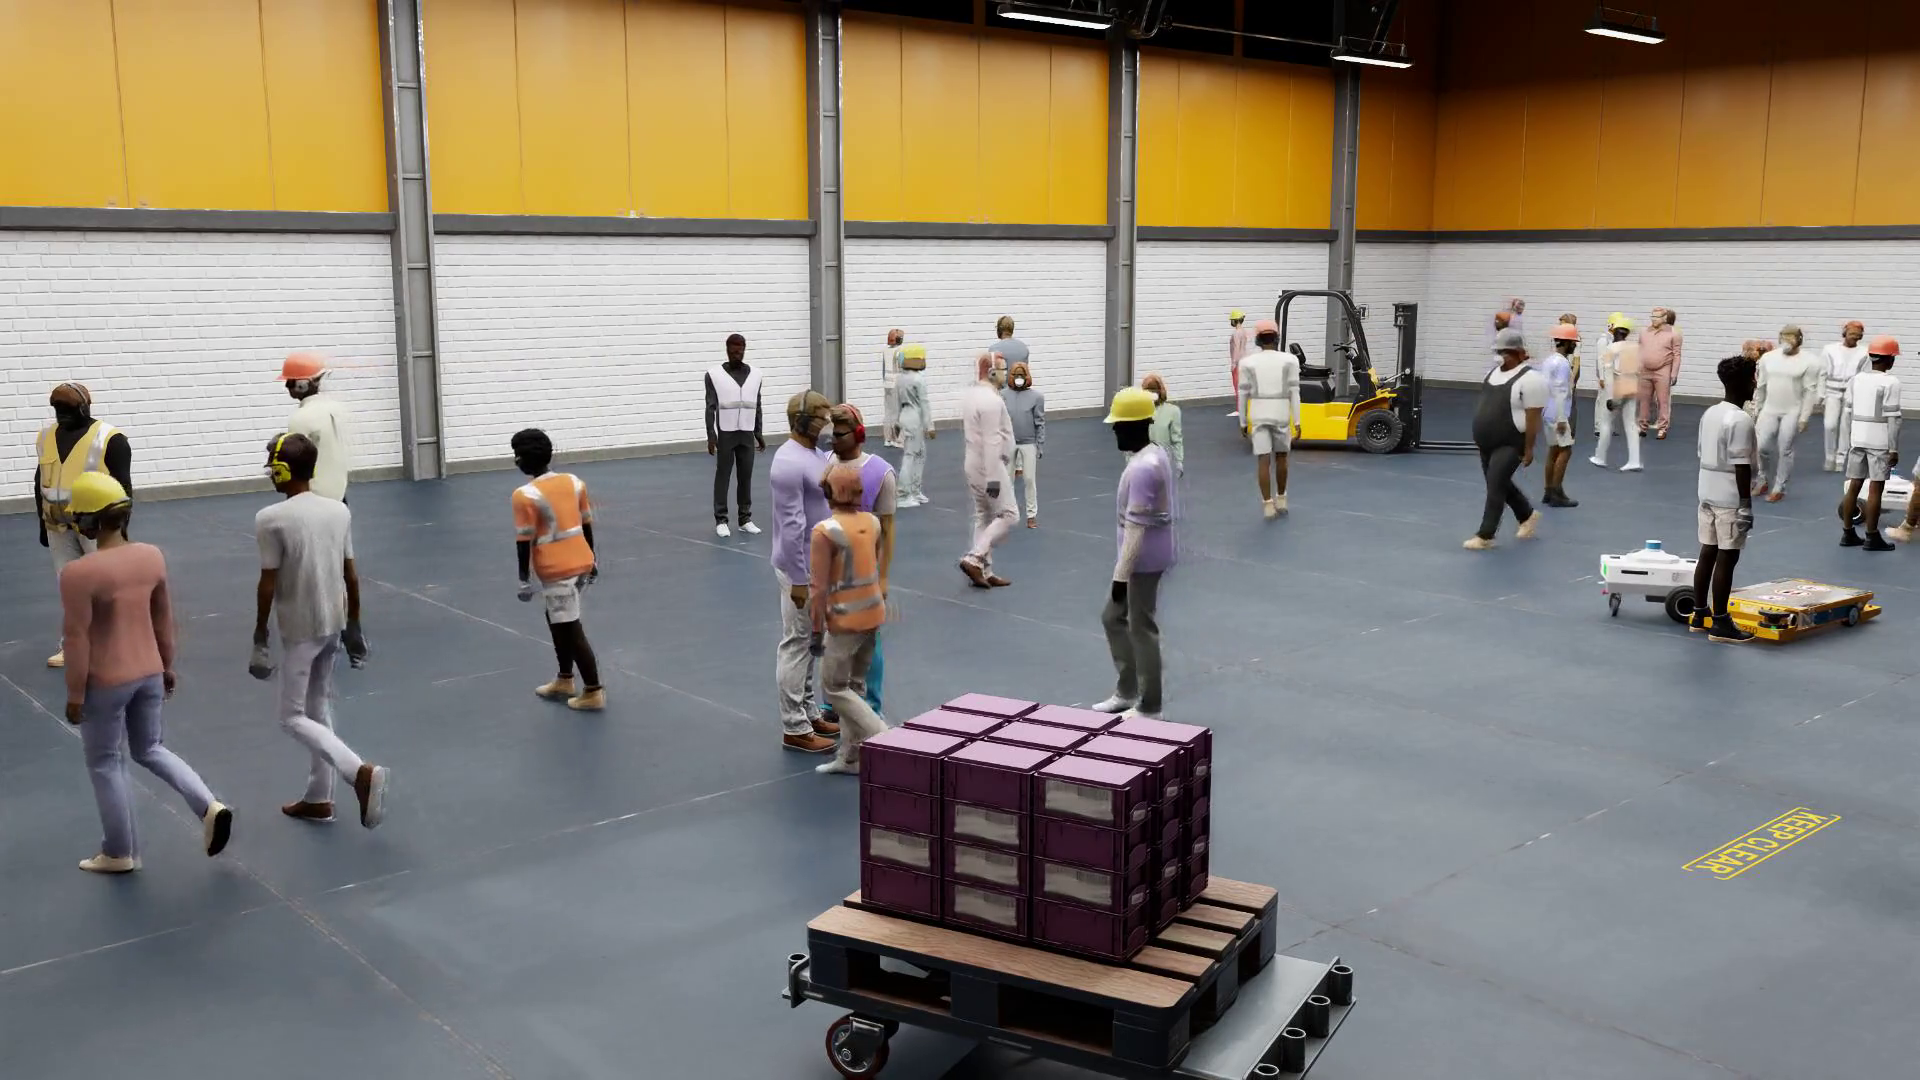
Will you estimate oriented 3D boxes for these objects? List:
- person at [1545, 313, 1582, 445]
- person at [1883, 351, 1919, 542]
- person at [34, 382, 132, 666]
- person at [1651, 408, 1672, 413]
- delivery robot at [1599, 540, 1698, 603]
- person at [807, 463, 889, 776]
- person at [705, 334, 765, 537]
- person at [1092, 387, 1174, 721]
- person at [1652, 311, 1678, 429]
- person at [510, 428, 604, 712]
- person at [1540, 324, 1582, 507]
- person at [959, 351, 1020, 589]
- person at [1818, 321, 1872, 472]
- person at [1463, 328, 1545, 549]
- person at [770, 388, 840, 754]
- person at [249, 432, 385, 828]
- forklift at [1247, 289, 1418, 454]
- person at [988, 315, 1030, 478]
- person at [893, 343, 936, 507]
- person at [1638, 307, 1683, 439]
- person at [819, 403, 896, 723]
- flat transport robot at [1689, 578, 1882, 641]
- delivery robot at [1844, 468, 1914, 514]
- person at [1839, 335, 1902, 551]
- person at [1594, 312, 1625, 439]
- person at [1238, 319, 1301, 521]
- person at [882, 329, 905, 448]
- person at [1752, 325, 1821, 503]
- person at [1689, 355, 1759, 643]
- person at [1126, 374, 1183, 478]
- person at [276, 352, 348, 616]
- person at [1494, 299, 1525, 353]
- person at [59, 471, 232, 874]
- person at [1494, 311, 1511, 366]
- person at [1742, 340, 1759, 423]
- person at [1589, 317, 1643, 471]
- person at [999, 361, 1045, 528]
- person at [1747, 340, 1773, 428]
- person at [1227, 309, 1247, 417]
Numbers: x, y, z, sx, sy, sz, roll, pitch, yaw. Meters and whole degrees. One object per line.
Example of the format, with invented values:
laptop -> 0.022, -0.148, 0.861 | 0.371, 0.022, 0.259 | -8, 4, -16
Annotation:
person -> 8.492, -2.249, 23.298 | 0.346, 1.840, 0.505 | 0, 10, -3
person -> 8.918, -0.876, 14.953 | 0.609, 1.972, 1.078 | -4, 11, -24
person -> -5.636, -0.092, 10.680 | 0.622, 1.838, 0.429 | 1, 10, 5
person -> 11.751, -2.968, 27.924 | 0.318, 1.697, 0.534 | -8, 13, -41
delivery robot -> 5.064, 0.245, 12.175 | 0.707, 0.478, 0.477 | 4, 10, 20
person -> -0.520, 0.427, 8.276 | 0.464, 1.620, 0.543 | 5, 11, 28
person -> -2.134, -0.997, 15.754 | 0.596, 1.910, 0.378 | -7, 12, -34
person -> 0.915, 0.103, 9.286 | 0.549, 1.911, 0.623 | 1, 10, 8
person -> 10.746, -2.594, 25.429 | 0.431, 1.815, 0.767 | 3, 10, 15
person -> -2.352, 0.180, 9.588 | 0.625, 1.654, 0.525 | 4, 10, 20
person -> 6.346, -1.318, 17.585 | 0.401, 1.927, 0.588 | 1, 10, 6
person -> 0.251, -0.539, 13.129 | 0.419, 1.892, 0.667 | -2, 10, -12
person -> 10.746, -1.729, 20.198 | 0.605, 1.856, 0.589 | 5, 11, 27
person -> 4.998, -0.957, 15.145 | 0.959, 2.000, 0.686 | -3, 10, -19
person -> -0.815, 0.160, 8.904 | 0.372, 1.940, 0.632 | 1, 10, 7
person -> -2.911, 0.437, 7.572 | 0.691, 1.839, 0.534 | 4, 11, 24
forklift -> 5.034, -2.339, 22.783 | 2.313, 2.155, 1.214 | 3, 10, 16
person -> 0.546, -1.678, 19.658 | 0.371, 1.941, 0.627 | 9, 13, 44
person -> -0.436, -1.206, 17.509 | 0.600, 1.718, 0.498 | -6, 11, -31
person -> 10.052, -2.410, 24.045 | 0.407, 1.904, 0.655 | -9, 13, -42
person -> -0.604, 0.160, 9.195 | 0.564, 1.838, 0.388 | 6, 11, 31
flat transport robot -> 5.922, 0.480, 11.901 | 1.431, 0.197, 0.652 | -7, 12, -36
delivery robot -> 9.079, -0.462, 16.291 | 0.707, 0.478, 0.477 | 8, 12, 40
person -> 8.212, -0.871, 14.943 | 0.358, 1.937, 0.548 | -3, 10, -19
person -> 9.429, -2.377, 24.088 | 0.587, 1.825, 0.404 | -9, 13, -44
person -> 3.130, -1.224, 16.814 | 0.635, 1.999, 0.901 | 2, 10, 11
person -> -0.891, -2.080, 22.883 | 0.314, 1.642, 0.514 | -7, 12, -34
person -> 8.771, -1.329, 17.713 | 0.655, 1.909, 0.499 | 9, 13, 43
person -> 5.279, -0.286, 11.432 | 0.367, 1.967, 0.607 | 0, 10, -1
person -> 1.730, -0.700, 14.966 | 0.505, 1.603, 0.806 | -1, 10, -3
person -> -4.511, -0.316, 11.577 | 0.462, 1.972, 0.643 | 1, 10, 5
person -> 10.079, -3.496, 30.547 | 0.397, 1.865, 0.773 | -2, 10, -14
person -> -3.482, 0.580, 7.009 | 0.597, 1.748, 0.530 | 3, 10, 18
person -> 7.835, -2.366, 23.987 | 0.708, 1.852, 0.611 | 1, 10, 6
person -> 9.695, -1.653, 20.455 | 0.495, 1.617, 0.380 | -9, 13, -42
person -> 8.158, -1.800, 20.565 | 0.609, 1.872, 0.931 | -3, 10, -15
person -> 0.573, -0.918, 16.140 | 0.505, 1.629, 0.279 | 2, 10, 11
person -> 9.618, -1.586, 19.998 | 0.310, 1.638, 0.522 | 4, 11, 25
person -> 4.553, -2.908, 27.378 | 0.330, 1.765, 0.533 | 5, 11, 25
